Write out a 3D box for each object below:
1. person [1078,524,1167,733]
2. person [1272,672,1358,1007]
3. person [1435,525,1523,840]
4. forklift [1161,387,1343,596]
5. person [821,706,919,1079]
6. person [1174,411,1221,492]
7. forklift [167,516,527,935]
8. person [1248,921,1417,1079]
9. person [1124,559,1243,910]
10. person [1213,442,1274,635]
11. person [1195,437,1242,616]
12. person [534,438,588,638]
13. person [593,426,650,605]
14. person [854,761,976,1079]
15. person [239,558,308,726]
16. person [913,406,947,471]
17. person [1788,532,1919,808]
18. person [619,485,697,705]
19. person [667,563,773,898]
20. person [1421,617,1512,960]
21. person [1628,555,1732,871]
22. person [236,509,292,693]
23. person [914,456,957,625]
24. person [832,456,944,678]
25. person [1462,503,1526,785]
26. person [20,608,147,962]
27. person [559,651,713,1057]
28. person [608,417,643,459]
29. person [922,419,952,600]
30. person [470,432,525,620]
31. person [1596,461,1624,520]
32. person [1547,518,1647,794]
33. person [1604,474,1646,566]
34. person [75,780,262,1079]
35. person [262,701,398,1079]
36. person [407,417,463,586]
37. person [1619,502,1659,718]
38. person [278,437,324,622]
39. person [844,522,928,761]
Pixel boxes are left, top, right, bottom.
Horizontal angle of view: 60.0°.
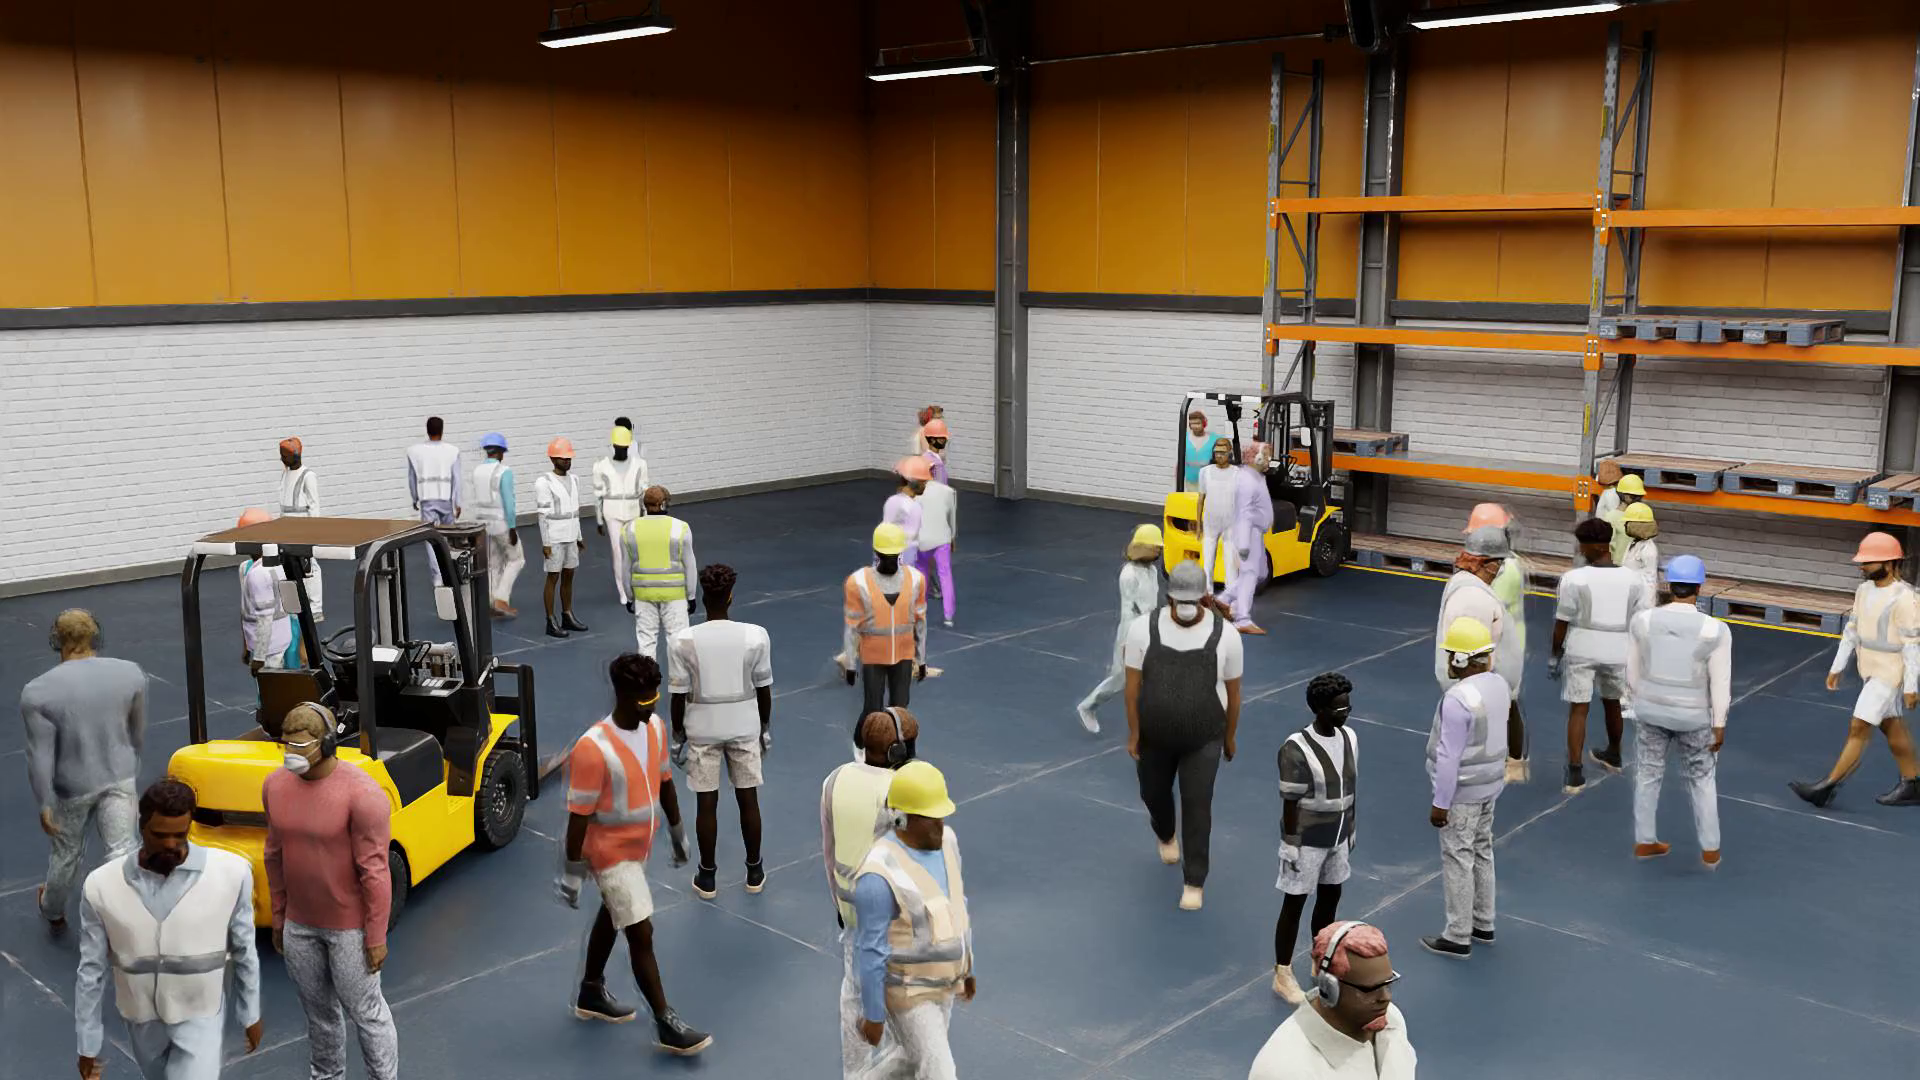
[{"bbox_3d":[1.280,0.711,12.640,0.800,1.713,0.501,8,13,39],"label":"person"},{"bbox_3d":[1.793,1.478,8.327,0.535,1.693,0.320,-7,12,-35],"label":"person"},{"bbox_3d":[3.323,0.893,10.660,0.535,2.000,0.695,2,10,9],"label":"person"},{"bbox_3d":[3.298,-0.608,18.767,1.214,2.155,2.313,9,13,42],"label":"forklift"},{"bbox_3d":[-0.307,1.612,7.137,0.633,1.841,0.429,10,14,44],"label":"person"},{"bbox_3d":[2.985,-0.723,20.622,0.628,1.789,0.942,3,10,17],"label":"person"},{"bbox_3d":[-3.583,0.976,9.748,1.214,2.155,2.313,2,10,11],"label":"forklift"},{"bbox_3d":[1.095,1.997,4.753,0.652,1.906,0.409,-9,14,-43],"label":"person"},{"bbox_3d":[1.302,1.053,9.749,0.685,2.000,0.848,3,10,14],"label":"person"},{"bbox_3d":[2.810,-0.024,16.315,0.513,1.885,0.715,2,10,13],"label":"person"},{"bbox_3d":[2.672,-0.135,17.071,0.512,1.845,0.340,3,10,17],"label":"person"},{"bbox_3d":[-3.867,-0.031,16.210,0.362,1.939,0.543,5,11,28],"label":"person"},{"bbox_3d":[-3.620,-0.289,17.794,0.588,1.900,0.734,-4,11,-22],"label":"person"},{"bbox_3d":[-0.210,1.729,6.629,0.843,1.799,0.588,6,11,29],"label":"person"},{"bbox_3d":[-4.944,0.754,12.007,0.507,1.846,0.347,1,10,8],"label":"person"},{"bbox_3d":[-0.419,-0.805,20.994,0.811,1.813,0.568,8,13,39],"label":"person"},{"bbox_3d":[6.081,0.884,11.155,0.987,1.879,0.565,0,10,1],"label":"person"},{"bbox_3d":[-2.462,0.464,13.687,0.619,1.838,0.430,0,10,2],"label":"person"},{"bbox_3d":[-1.386,1.105,9.663,0.607,1.966,0.373,-2,10,-13],"label":"person"},{"bbox_3d":[2.694,1.315,8.893,0.404,1.824,0.597,9,13,42],"label":"person"},{"bbox_3d":[4.361,1.046,10.110,0.621,1.930,0.486,7,12,36],"label":"person"},{"bbox_3d":[-4.947,0.737,11.832,0.352,1.942,0.546,-2,10,-13],"label":"person"},{"bbox_3d":[-0.298,-0.007,16.801,0.615,1.680,0.898,-5,11,-25],"label":"person"},{"bbox_3d":[-0.642,0.269,14.387,0.950,1.993,0.625,-3,10,-17],"label":"person"},{"bbox_3d":[3.644,0.745,11.597,0.776,2.003,0.596,0,10,0],"label":"person"},{"bbox_3d":[-4.673,1.284,8.886,0.632,1.871,1.032,-9,14,-42],"label":"person"},{"bbox_3d":[-1.506,1.451,7.822,0.944,1.907,0.703,4,11,22],"label":"person"},{"bbox_3d":[-4.182,-0.700,20.736,0.370,1.676,0.546,6,12,30],"label":"person"},{"bbox_3d":[-0.266,-0.334,17.938,0.360,1.939,0.543,1,10,4],"label":"person"},{"bbox_3d":[-4.674,-0.130,16.893,0.655,1.903,0.482,7,12,35],"label":"person"},{"bbox_3d":[6.539,0.014,16.821,0.285,1.633,0.501,4,11,19],"label":"person"},{"bbox_3d":[4.465,0.774,11.721,0.671,1.905,0.762,0,10,0],"label":"person"},{"bbox_3d":[5.945,0.286,14.900,0.526,1.768,0.331,-6,12,-31],"label":"person"},{"bbox_3d":[-2.942,1.775,6.201,0.624,1.858,1.068,-2,10,-11],"label":"person"},{"bbox_3d":[-2.633,1.601,6.964,0.625,1.931,0.379,4,11,22],"label":"person"},{"bbox_3d":[-5.944,-0.463,18.896,0.594,1.864,0.995,-3,10,-15],"label":"person"},{"bbox_3d":[5.433,0.561,13.397,0.324,1.742,0.492,1,10,6],"label":"person"},{"bbox_3d":[-6.649,-0.096,16.728,0.573,1.887,0.355,8,13,39],"label":"person"},{"bbox_3d":[-0.528,0.789,11.655,0.590,1.906,0.582,-3,11,-19],"label":"person"}]
